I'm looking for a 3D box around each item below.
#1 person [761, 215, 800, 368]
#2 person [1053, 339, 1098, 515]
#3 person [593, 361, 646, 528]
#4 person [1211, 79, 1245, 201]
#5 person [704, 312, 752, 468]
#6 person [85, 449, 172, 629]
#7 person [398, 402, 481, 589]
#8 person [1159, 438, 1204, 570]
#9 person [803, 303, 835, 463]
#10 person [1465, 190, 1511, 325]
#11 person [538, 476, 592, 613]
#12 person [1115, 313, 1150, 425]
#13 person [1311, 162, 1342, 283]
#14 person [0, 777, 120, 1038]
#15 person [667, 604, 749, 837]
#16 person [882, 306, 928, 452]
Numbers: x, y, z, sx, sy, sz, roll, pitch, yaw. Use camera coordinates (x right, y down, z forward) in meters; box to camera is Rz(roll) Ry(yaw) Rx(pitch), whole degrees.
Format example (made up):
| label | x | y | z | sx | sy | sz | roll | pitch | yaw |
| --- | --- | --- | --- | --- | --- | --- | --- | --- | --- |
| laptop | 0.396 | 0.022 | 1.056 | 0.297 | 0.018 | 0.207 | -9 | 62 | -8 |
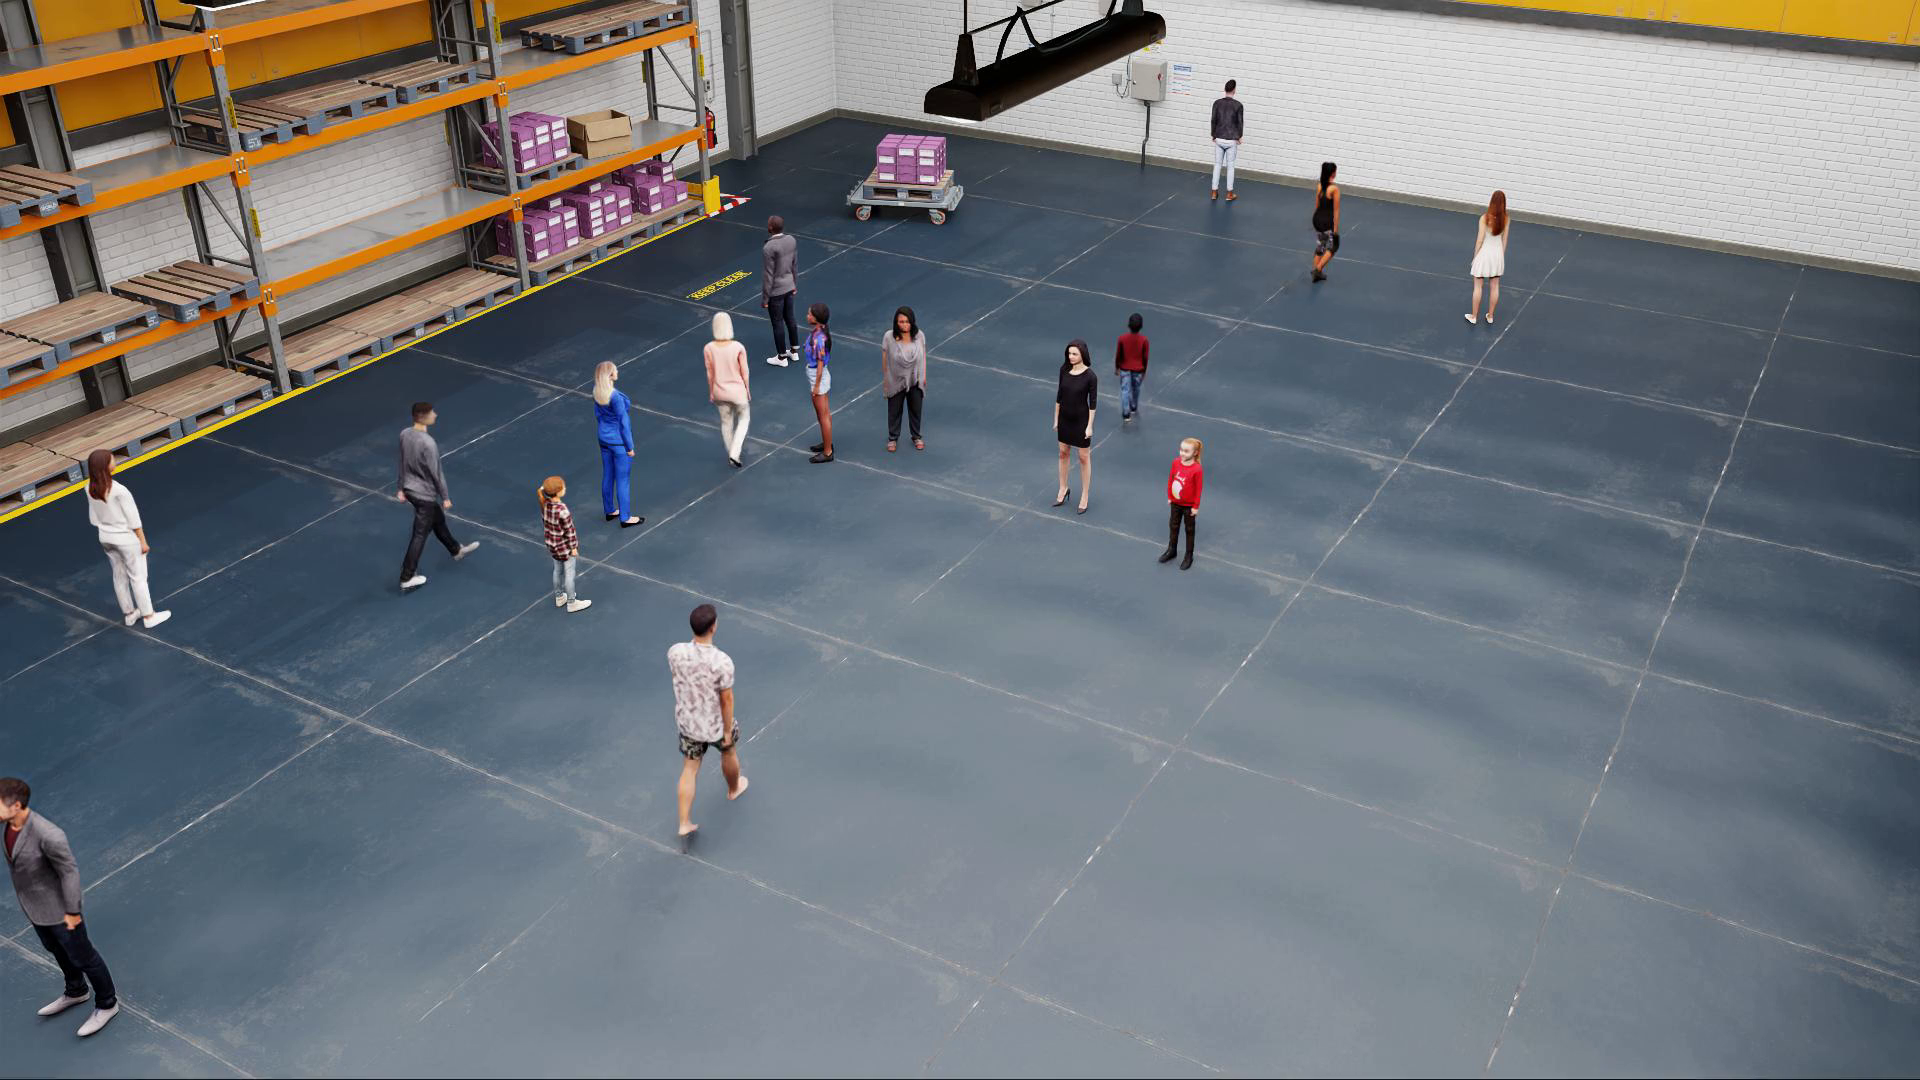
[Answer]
| label | x | y | z | sx | sy | sz | roll | pitch | yaw |
| --- | --- | --- | --- | --- | --- | --- | --- | --- | --- |
| person | -2.126 | -2.955 | 19.708 | 0.816 | 1.816 | 0.565 | 21 | 35 | 33 |
| person | 1.137 | -1.130 | 16.372 | 0.607 | 1.806 | 0.509 | 19 | 34 | 31 |
| person | -3.359 | -0.942 | 16.140 | 0.674 | 1.700 | 0.623 | 25 | 37 | 38 |
| person | 4.090 | -6.144 | 25.534 | 0.676 | 1.837 | 0.567 | 12 | 31 | 21 |
| person | -2.387 | -1.498 | 17.140 | 0.781 | 1.717 | 0.889 | 3 | 29 | 5 |
| person | -7.293 | -0.016 | 14.455 | 0.655 | 1.688 | 0.610 | 7 | 29 | 13 |
| person | -4.955 | -0.380 | 15.083 | 0.772 | 1.725 | 1.157 | 19 | 34 | 31 |
| person | 2.092 | -0.362 | 15.514 | 0.513 | 1.281 | 0.528 | 20 | 34 | 32 |
| person | -1.466 | -1.660 | 17.411 | 0.732 | 1.743 | 0.630 | -2 | 29 | -3 |
| person | 6.667 | -3.564 | 20.934 | 0.646 | 1.712 | 0.678 | -1 | 29 | -2 |
| person | -3.549 | 0.021 | 14.786 | 0.574 | 1.305 | 0.563 | 24 | 37 | 36 |
| person | 1.892 | -1.871 | 18.324 | 0.750 | 1.239 | 0.933 | 1 | 29 | 1 |
| person | 4.831 | -4.221 | 22.202 | 0.730 | 1.650 | 0.704 | -17 | 33 | -29 |
| person | -5.567 | 2.211 | 10.180 | 0.668 | 1.871 | 0.555 | 15 | 32 | 26 |
| person | -1.873 | 1.312 | 11.908 | 0.889 | 1.795 | 1.193 | 7 | 29 | 13 |
| person | -0.580 | -1.737 | 17.692 | 0.770 | 1.609 | 0.825 | -5 | 29 | -9 |
